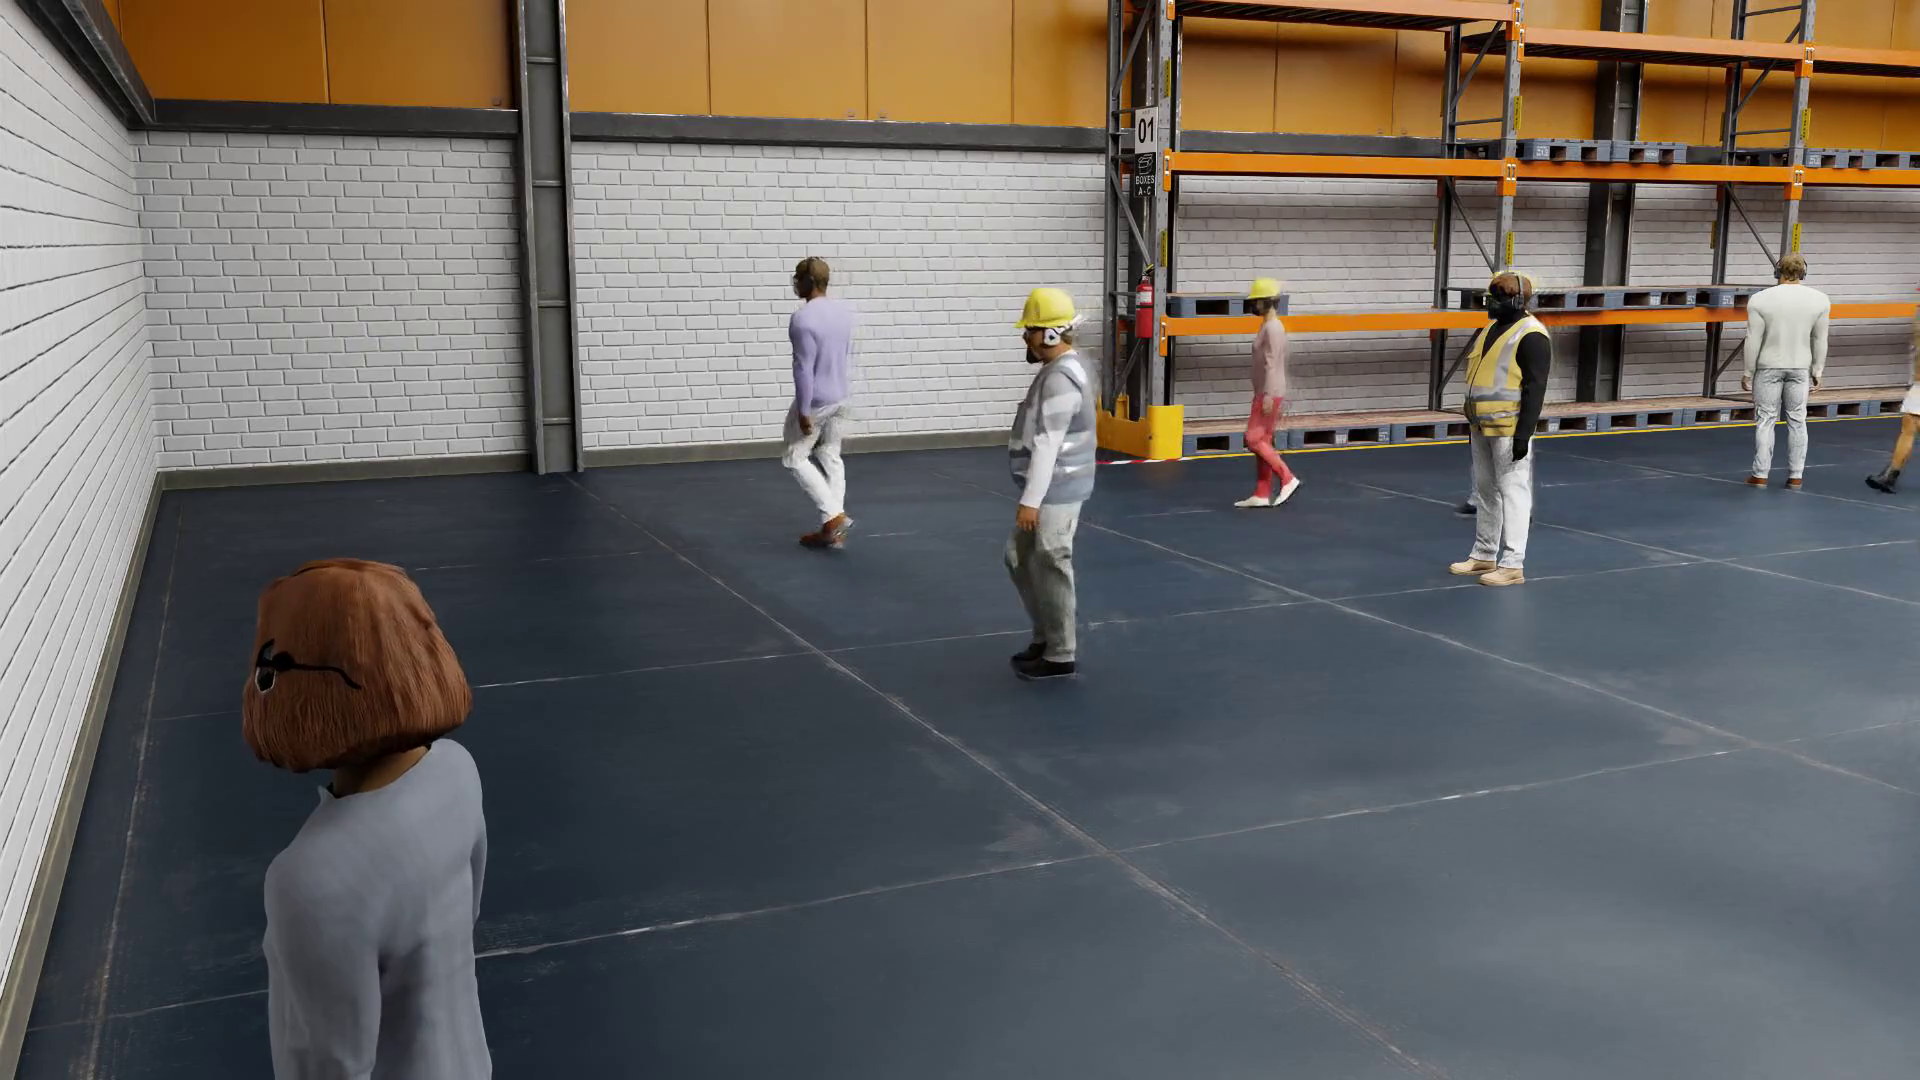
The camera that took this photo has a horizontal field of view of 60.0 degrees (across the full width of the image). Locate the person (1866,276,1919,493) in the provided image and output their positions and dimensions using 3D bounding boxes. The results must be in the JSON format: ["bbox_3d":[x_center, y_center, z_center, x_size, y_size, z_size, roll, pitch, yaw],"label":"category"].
[{"bbox_3d":[7.799,-1.290,13.338,1.031,1.858,0.595,-4,11,-21],"label":"person"}]

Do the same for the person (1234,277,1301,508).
[{"bbox_3d":[2.312,-1.093,12.520,0.393,1.753,0.551,1,10,6],"label":"person"}]

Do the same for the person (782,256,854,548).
[{"bbox_3d":[-0.928,-0.889,10.915,0.435,1.927,0.624,6,12,29],"label":"person"}]

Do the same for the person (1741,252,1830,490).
[{"bbox_3d":[6.733,-1.376,13.611,0.635,1.937,0.353,2,10,11],"label":"person"}]

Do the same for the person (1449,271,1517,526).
[{"bbox_3d":[3.768,-0.999,11.855,0.704,1.807,0.627,5,11,27],"label":"person"}]

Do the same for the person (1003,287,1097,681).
[{"bbox_3d":[0.375,-0.239,7.606,0.495,1.810,0.611,0,10,1],"label":"person"}]

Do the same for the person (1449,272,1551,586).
[{"bbox_3d":[3.206,-0.658,9.874,0.429,1.846,0.626,-2,10,-13],"label":"person"}]

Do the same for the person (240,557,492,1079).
[{"bbox_3d":[-0.754,0.826,2.185,0.286,1.636,0.500,0,10,2],"label":"person"}]
